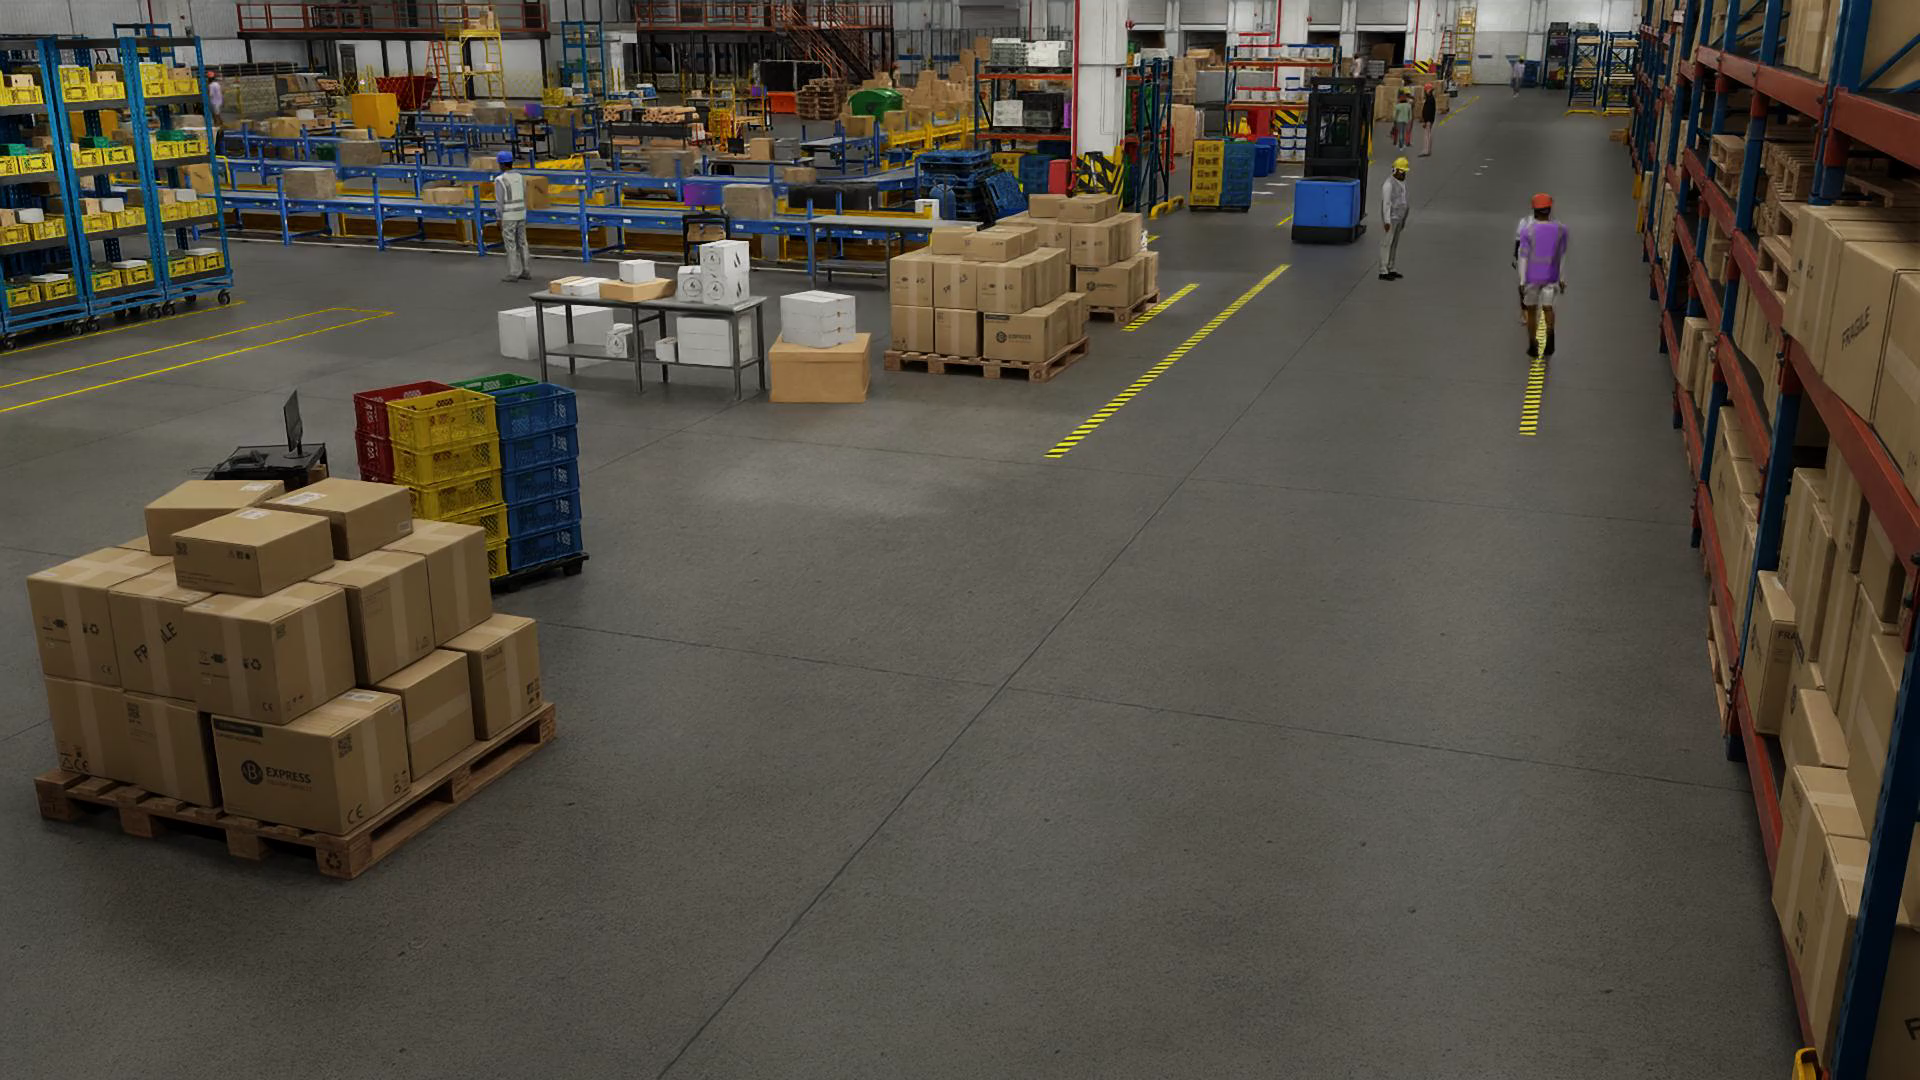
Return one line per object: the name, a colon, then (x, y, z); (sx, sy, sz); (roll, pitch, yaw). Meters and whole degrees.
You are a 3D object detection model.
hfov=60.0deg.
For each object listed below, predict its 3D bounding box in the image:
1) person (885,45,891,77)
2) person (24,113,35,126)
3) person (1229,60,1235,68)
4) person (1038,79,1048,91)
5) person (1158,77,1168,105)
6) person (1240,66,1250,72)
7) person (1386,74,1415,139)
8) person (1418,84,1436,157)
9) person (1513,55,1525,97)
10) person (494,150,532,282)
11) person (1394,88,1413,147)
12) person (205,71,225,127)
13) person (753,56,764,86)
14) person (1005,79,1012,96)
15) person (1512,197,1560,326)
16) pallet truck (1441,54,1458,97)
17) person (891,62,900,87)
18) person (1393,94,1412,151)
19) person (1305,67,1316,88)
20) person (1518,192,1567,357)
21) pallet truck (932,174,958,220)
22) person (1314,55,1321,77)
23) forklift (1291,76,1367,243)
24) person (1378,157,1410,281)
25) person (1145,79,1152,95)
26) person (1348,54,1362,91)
person: (-4.225, -28.321, 98.635); (0.841, 1.955, 0.646); (0, 18, 0)
person: (-31.745, -14.879, 56.531); (0.646, 1.876, 0.858); (-13, 22, -35)
person: (12.451, -20.935, 75.694); (0.530, 1.805, 0.553); (0, 18, 2)
person: (2.895, -15.832, 59.478); (1.021, 1.908, 0.625); (8, 19, 23)
person: (7.406, -16.031, 60.390); (0.518, 1.733, 0.864); (-10, 20, -29)
person: (11.759, -18.836, 68.899); (0.587, 1.920, 0.392); (-17, 24, -42)
person: (14.008, -13.778, 52.810); (0.885, 2.000, 0.711); (-7, 19, -21)
person: (12.973, -11.637, 46.162); (0.399, 1.989, 0.623); (9, 20, 26)
person: (26.429, -21.917, 78.605); (0.624, 1.905, 0.449); (-5, 18, -16)
person: (-6.712, -4.839, 24.900); (0.417, 1.940, 0.601); (9, 20, 26)
person: (13.363, -12.745, 50.091); (0.525, 1.723, 0.913); (-1, 18, -4)
person: (-24.499, -14.318, 54.543); (0.791, 2.013, 0.660); (0, 18, 1)
person: (-9.575, -21.991, 78.897); (0.431, 1.862, 0.588); (7, 19, 21)
person: (1.941, -18.230, 67.074); (0.328, 1.874, 0.512); (-5, 18, -16)
person: (7.421, -3.585, 21.370); (0.551, 1.662, 0.735); (2, 18, 5)
pallet truck: (22.765, -21.886, 78.355); (0.823, 1.965, 1.885); (-4, 18, -14)
person: (-2.729, -18.425, 67.628); (0.850, 1.903, 0.563); (1, 18, 3)
person: (12.826, -12.129, 48.335); (0.509, 1.589, 0.802); (0, 18, 1)
person: (16.609, -21.852, 78.731); (0.493, 1.709, 0.860); (6, 19, 19)
person: (6.748, -3.049, 19.303); (0.582, 1.915, 0.582); (1, 18, 5)
pallet truck: (-0.507, -5.292, 27.348); (0.653, 1.274, 1.630); (6, 19, 19)
person: (18.568, -24.285, 86.062); (0.792, 1.887, 0.611); (10, 20, 28)
forklift: (6.598, -6.755, 29.381); (1.129, 2.768, 1.873); (6, 19, 19)
person: (6.554, -4.834, 25.059); (0.404, 1.826, 0.587); (14, 22, 38)
person: (6.400, -14.928, 57.001); (0.323, 1.691, 0.536); (-10, 20, -28)
person: (20.064, -23.828, 84.760); (0.652, 1.808, 0.882); (-14, 22, -37)
